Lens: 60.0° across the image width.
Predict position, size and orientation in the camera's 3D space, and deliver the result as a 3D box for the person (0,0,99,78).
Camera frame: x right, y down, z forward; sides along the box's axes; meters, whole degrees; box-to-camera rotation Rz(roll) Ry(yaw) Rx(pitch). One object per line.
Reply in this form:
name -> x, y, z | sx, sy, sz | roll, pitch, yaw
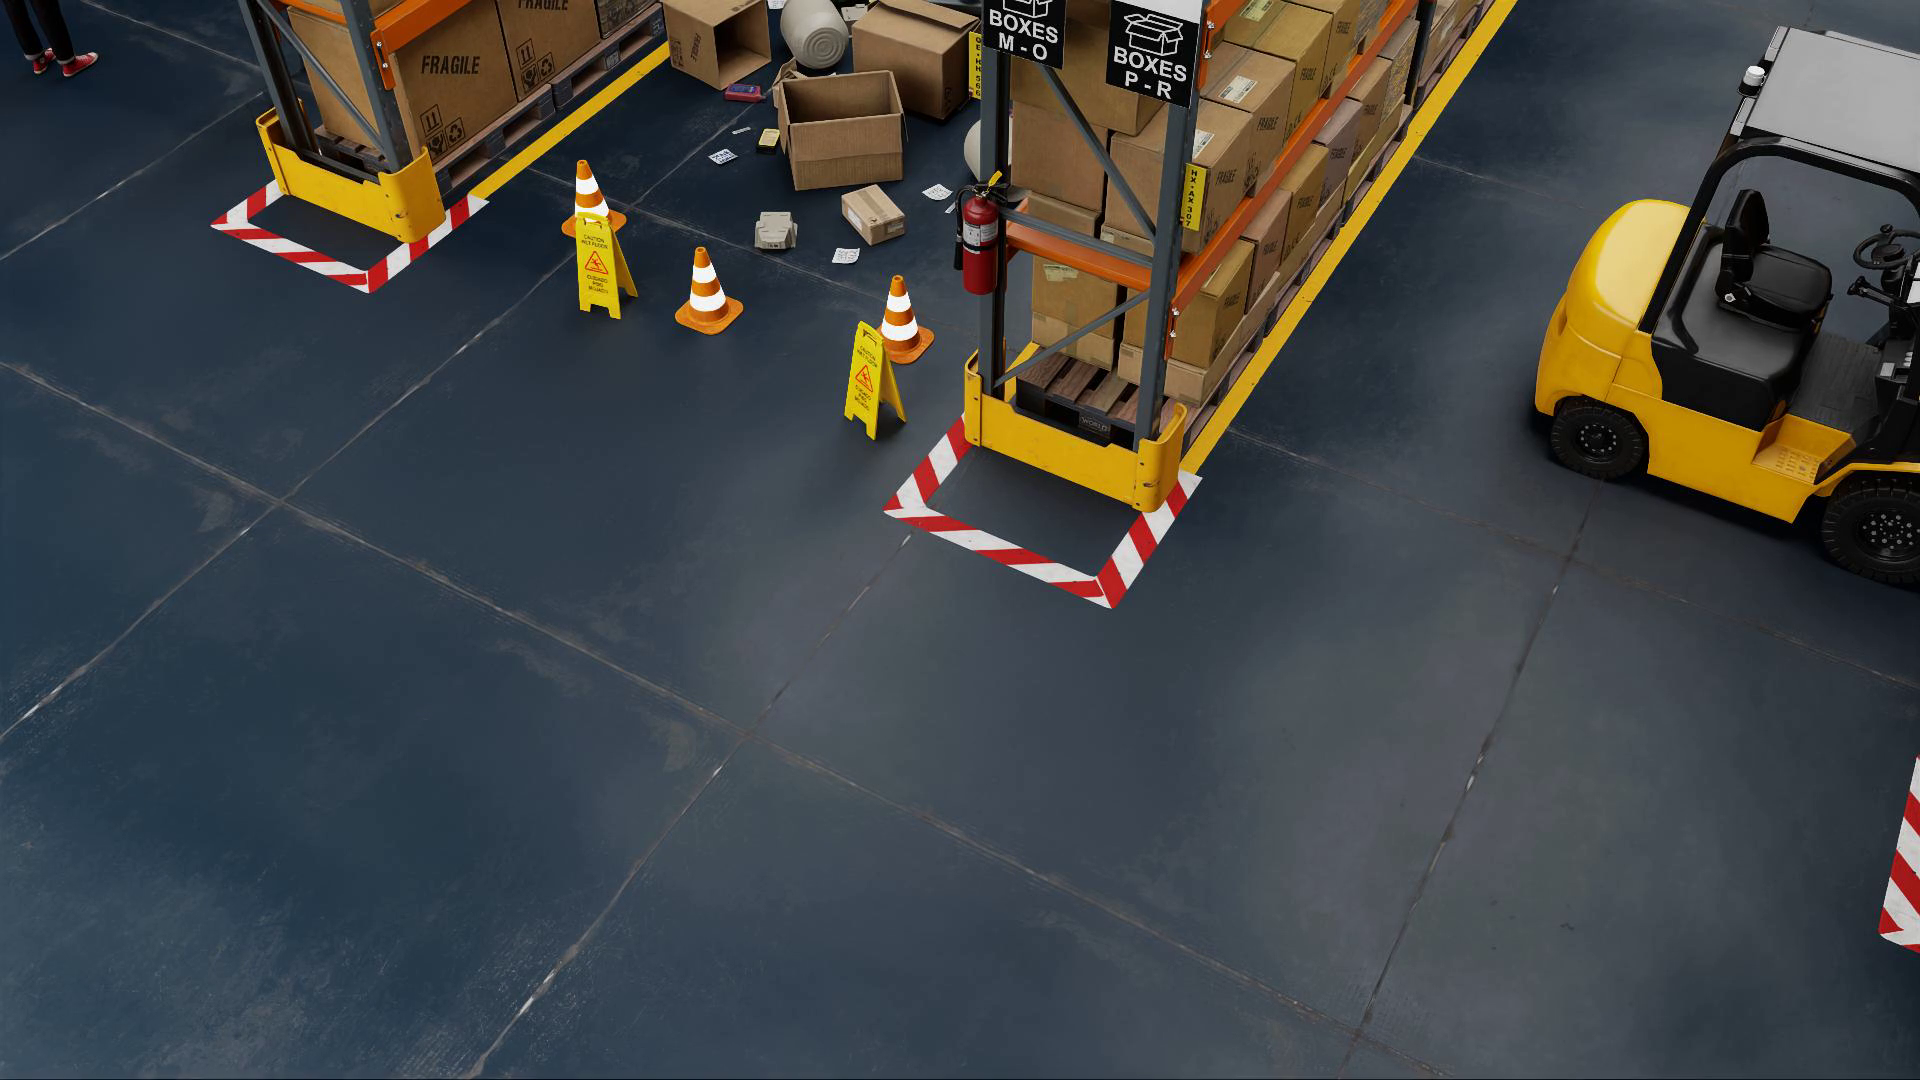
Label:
person -> -6.289, -3.896, 10.973 | 0.766, 1.761, 0.733 | 7, 48, 7
